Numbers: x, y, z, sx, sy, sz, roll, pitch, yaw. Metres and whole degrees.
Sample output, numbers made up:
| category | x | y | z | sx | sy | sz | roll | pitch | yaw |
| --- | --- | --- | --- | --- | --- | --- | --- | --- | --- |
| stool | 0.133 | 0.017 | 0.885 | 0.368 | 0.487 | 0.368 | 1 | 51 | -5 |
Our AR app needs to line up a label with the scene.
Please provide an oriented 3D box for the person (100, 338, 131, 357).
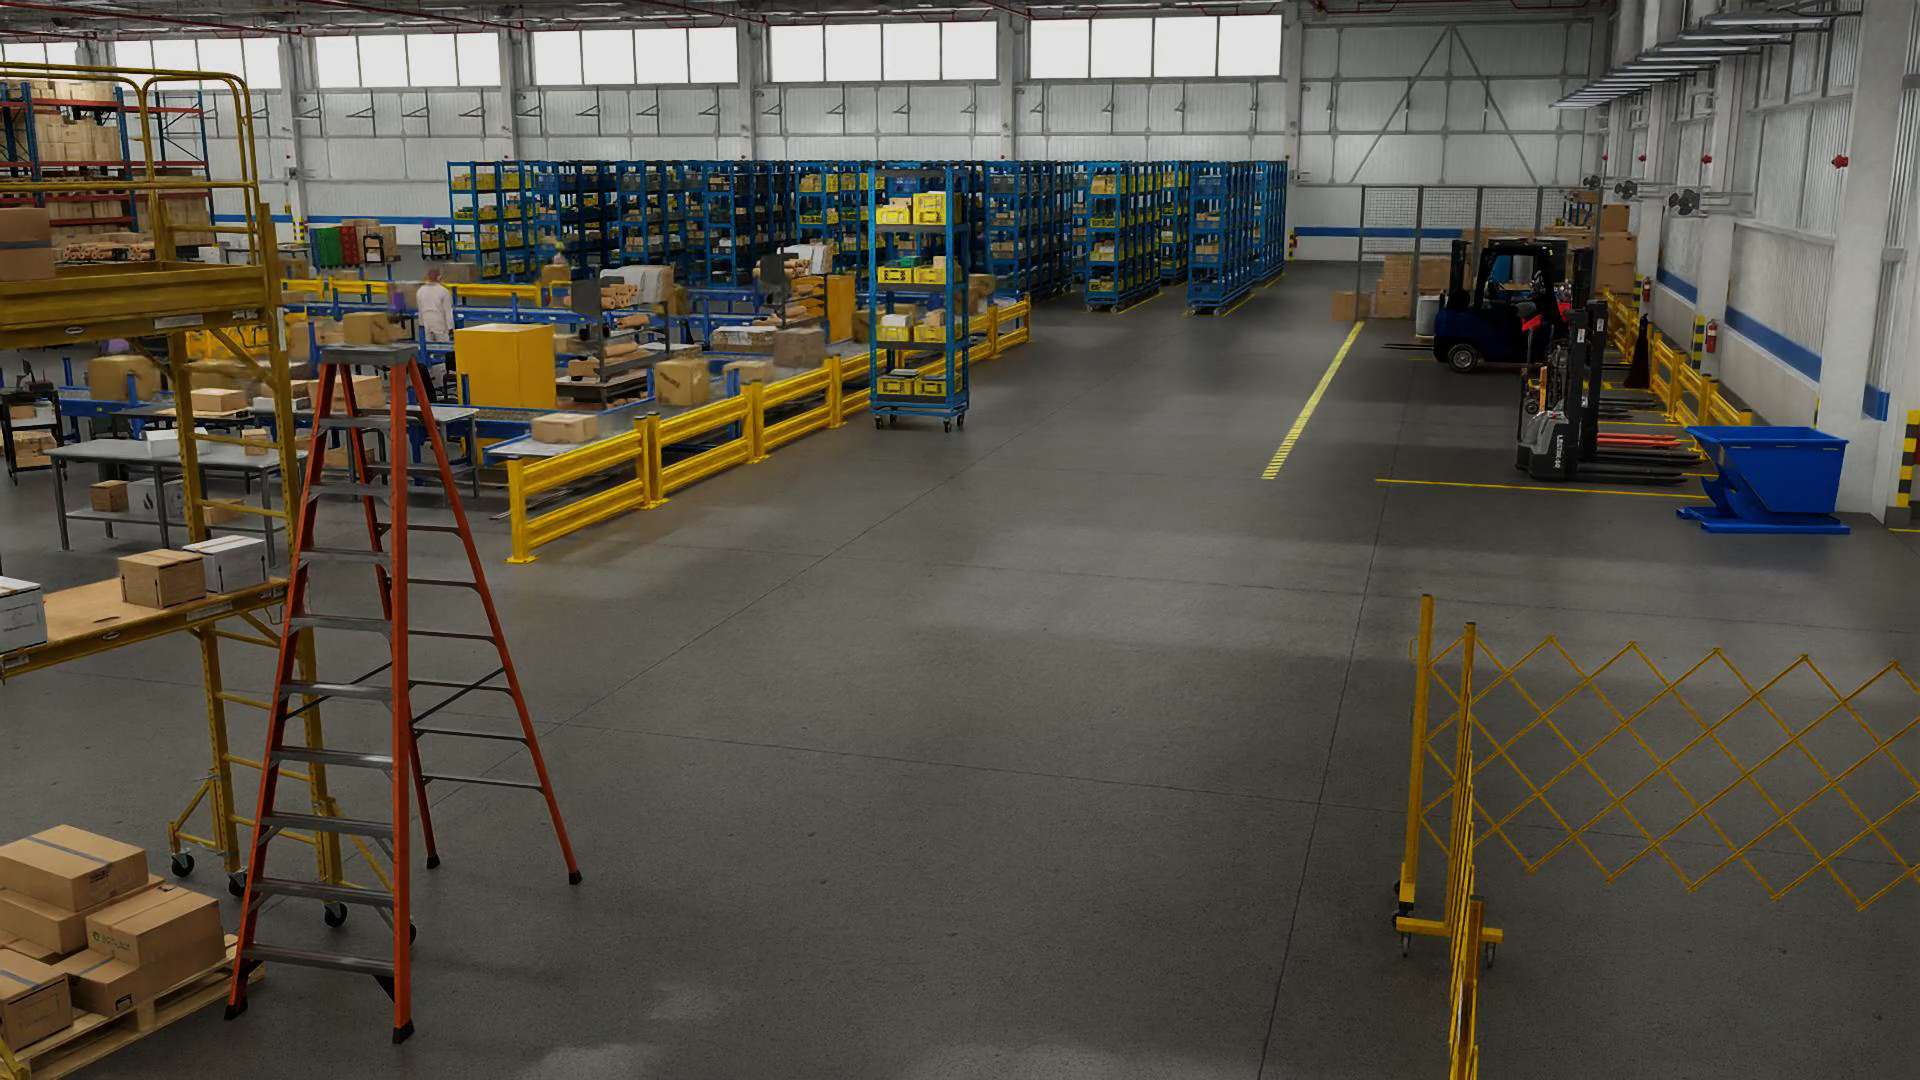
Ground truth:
| category | x | y | z | sx | sy | sz | roll | pitch | yaw |
| --- | --- | --- | --- | --- | --- | --- | --- | --- | --- |
| person | -12.287 | -2.791 | 24.154 | 0.377 | 2.045 | 0.605 | 2 | 13 | 8 |

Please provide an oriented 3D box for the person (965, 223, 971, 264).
| category | x | y | z | sx | sy | sz | roll | pitch | yaw |
| --- | --- | --- | --- | --- | --- | --- | --- | --- | --- |
| person | 0.229 | -9.305 | 52.405 | 0.400 | 1.989 | 0.623 | 6 | 14 | 25 |

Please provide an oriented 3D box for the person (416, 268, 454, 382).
| category | x | y | z | sx | sy | sz | roll | pitch | yaw |
| --- | --- | --- | --- | --- | --- | --- | --- | --- | --- |
| person | -8.825 | -3.625 | 28.088 | 0.645 | 1.899 | 0.395 | 4 | 14 | 17 |

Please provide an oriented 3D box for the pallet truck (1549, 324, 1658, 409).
| category | x | y | z | sx | sy | sz | roll | pitch | yaw |
| --- | --- | --- | --- | --- | --- | --- | --- | --- | --- |
| pallet truck | 9.824 | -2.669 | 25.407 | 1.601 | 1.201 | 0.680 | 4 | 14 | 16 |

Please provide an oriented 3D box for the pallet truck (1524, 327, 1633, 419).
| category | x | y | z | sx | sy | sz | roll | pitch | yaw |
| --- | --- | --- | --- | --- | --- | --- | --- | --- | --- |
| pallet truck | 9.065 | -2.460 | 24.370 | 1.522 | 1.261 | 0.704 | 3 | 13 | 14 |

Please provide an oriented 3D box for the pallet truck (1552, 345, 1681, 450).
| category | x | y | z | sx | sy | sz | roll | pitch | yaw |
| --- | --- | --- | --- | --- | --- | --- | --- | --- | --- |
| pallet truck | 8.641 | -1.896 | 21.908 | 1.630 | 1.274 | 0.653 | 4 | 14 | 16 |

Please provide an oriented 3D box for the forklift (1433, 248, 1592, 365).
| category | x | y | z | sx | sy | sz | roll | pitch | yaw |
| --- | --- | --- | --- | --- | --- | --- | --- | --- | --- |
| forklift | 9.780 | -4.111 | 29.280 | 2.680 | 1.987 | 1.157 | 3 | 13 | 14 |

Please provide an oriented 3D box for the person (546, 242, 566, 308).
| category | x | y | z | sx | sy | sz | roll | pitch | yaw |
| --- | --- | --- | --- | --- | --- | --- | --- | --- | --- |
| person | -9.742 | -6.369 | 40.317 | 0.891 | 1.724 | 0.537 | 4 | 14 | 16 |

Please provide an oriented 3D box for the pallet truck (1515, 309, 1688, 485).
| category | x | y | z | sx | sy | sz | roll | pitch | yaw |
| --- | --- | --- | --- | --- | --- | --- | --- | --- | --- |
| pallet truck | 7.554 | -1.677 | 19.446 | 1.885 | 1.965 | 0.823 | 3 | 13 | 14 |

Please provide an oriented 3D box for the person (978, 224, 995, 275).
| category | x | y | z | sx | sy | sz | roll | pitch | yaw |
| --- | --- | --- | --- | --- | --- | --- | --- | --- | --- |
| person | 0.719 | -8.426 | 49.048 | 0.974 | 1.802 | 0.588 | 5 | 14 | 20 |

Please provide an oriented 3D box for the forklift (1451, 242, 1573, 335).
| category | x | y | z | sx | sy | sz | roll | pitch | yaw |
| --- | --- | --- | --- | --- | --- | --- | --- | --- | --- |
| forklift | 10.464 | -4.597 | 31.405 | 2.680 | 1.987 | 1.157 | 4 | 14 | 16 |

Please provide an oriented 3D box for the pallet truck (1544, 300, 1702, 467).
| category | x | y | z | sx | sy | sz | roll | pitch | yaw |
| --- | --- | --- | --- | --- | --- | --- | --- | --- | --- |
| pallet truck | 8.263 | -1.952 | 20.631 | 1.885 | 1.965 | 0.823 | 5 | 14 | 20 |
